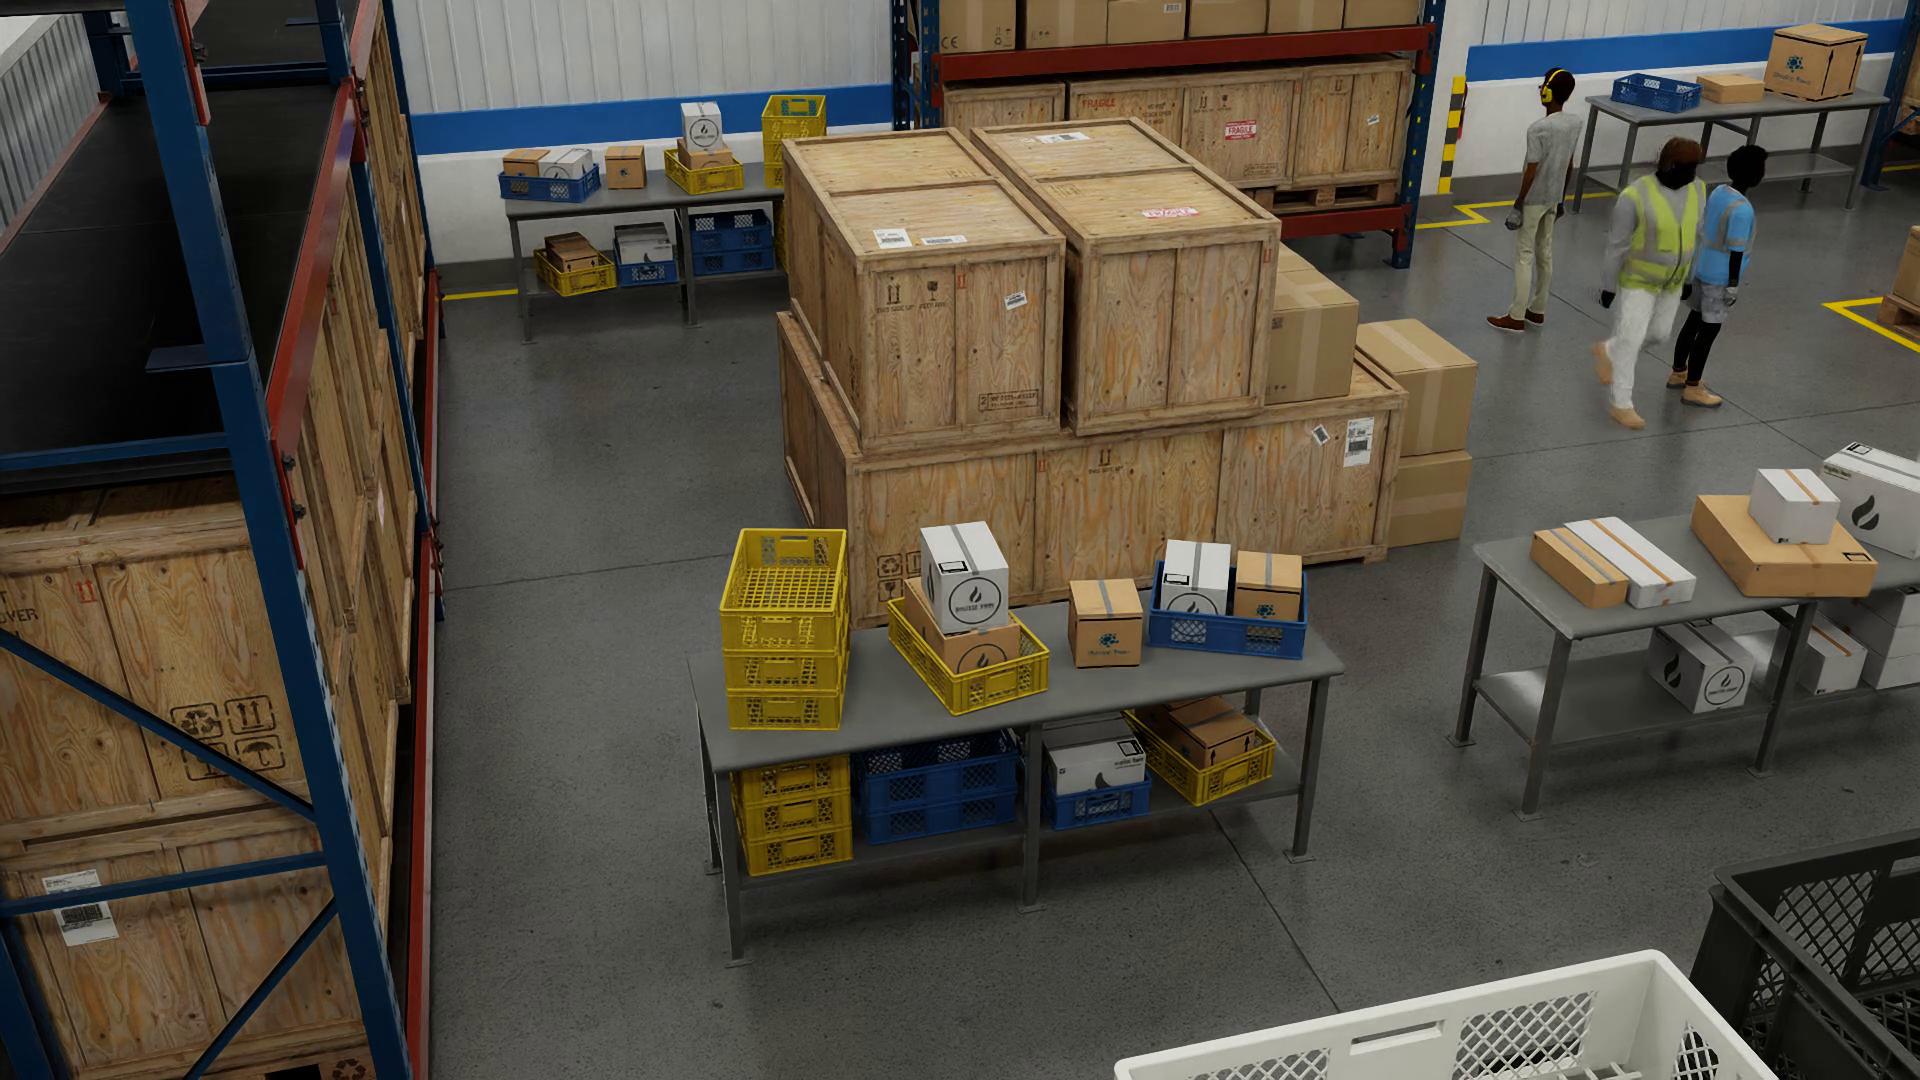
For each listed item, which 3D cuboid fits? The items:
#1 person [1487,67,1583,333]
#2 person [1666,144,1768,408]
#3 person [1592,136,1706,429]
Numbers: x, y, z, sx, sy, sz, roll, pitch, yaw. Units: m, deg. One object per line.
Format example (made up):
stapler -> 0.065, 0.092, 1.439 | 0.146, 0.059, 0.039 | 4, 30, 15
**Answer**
person -> 4.097, -2.399, 11.797 | 0.532, 1.871, 0.321 | -17, 33, -28
person -> 4.892, -1.706, 10.716 | 0.316, 1.695, 0.541 | 1, 29, 3
person -> 4.326, -1.673, 10.529 | 0.645, 1.826, 0.701 | -8, 30, -15
